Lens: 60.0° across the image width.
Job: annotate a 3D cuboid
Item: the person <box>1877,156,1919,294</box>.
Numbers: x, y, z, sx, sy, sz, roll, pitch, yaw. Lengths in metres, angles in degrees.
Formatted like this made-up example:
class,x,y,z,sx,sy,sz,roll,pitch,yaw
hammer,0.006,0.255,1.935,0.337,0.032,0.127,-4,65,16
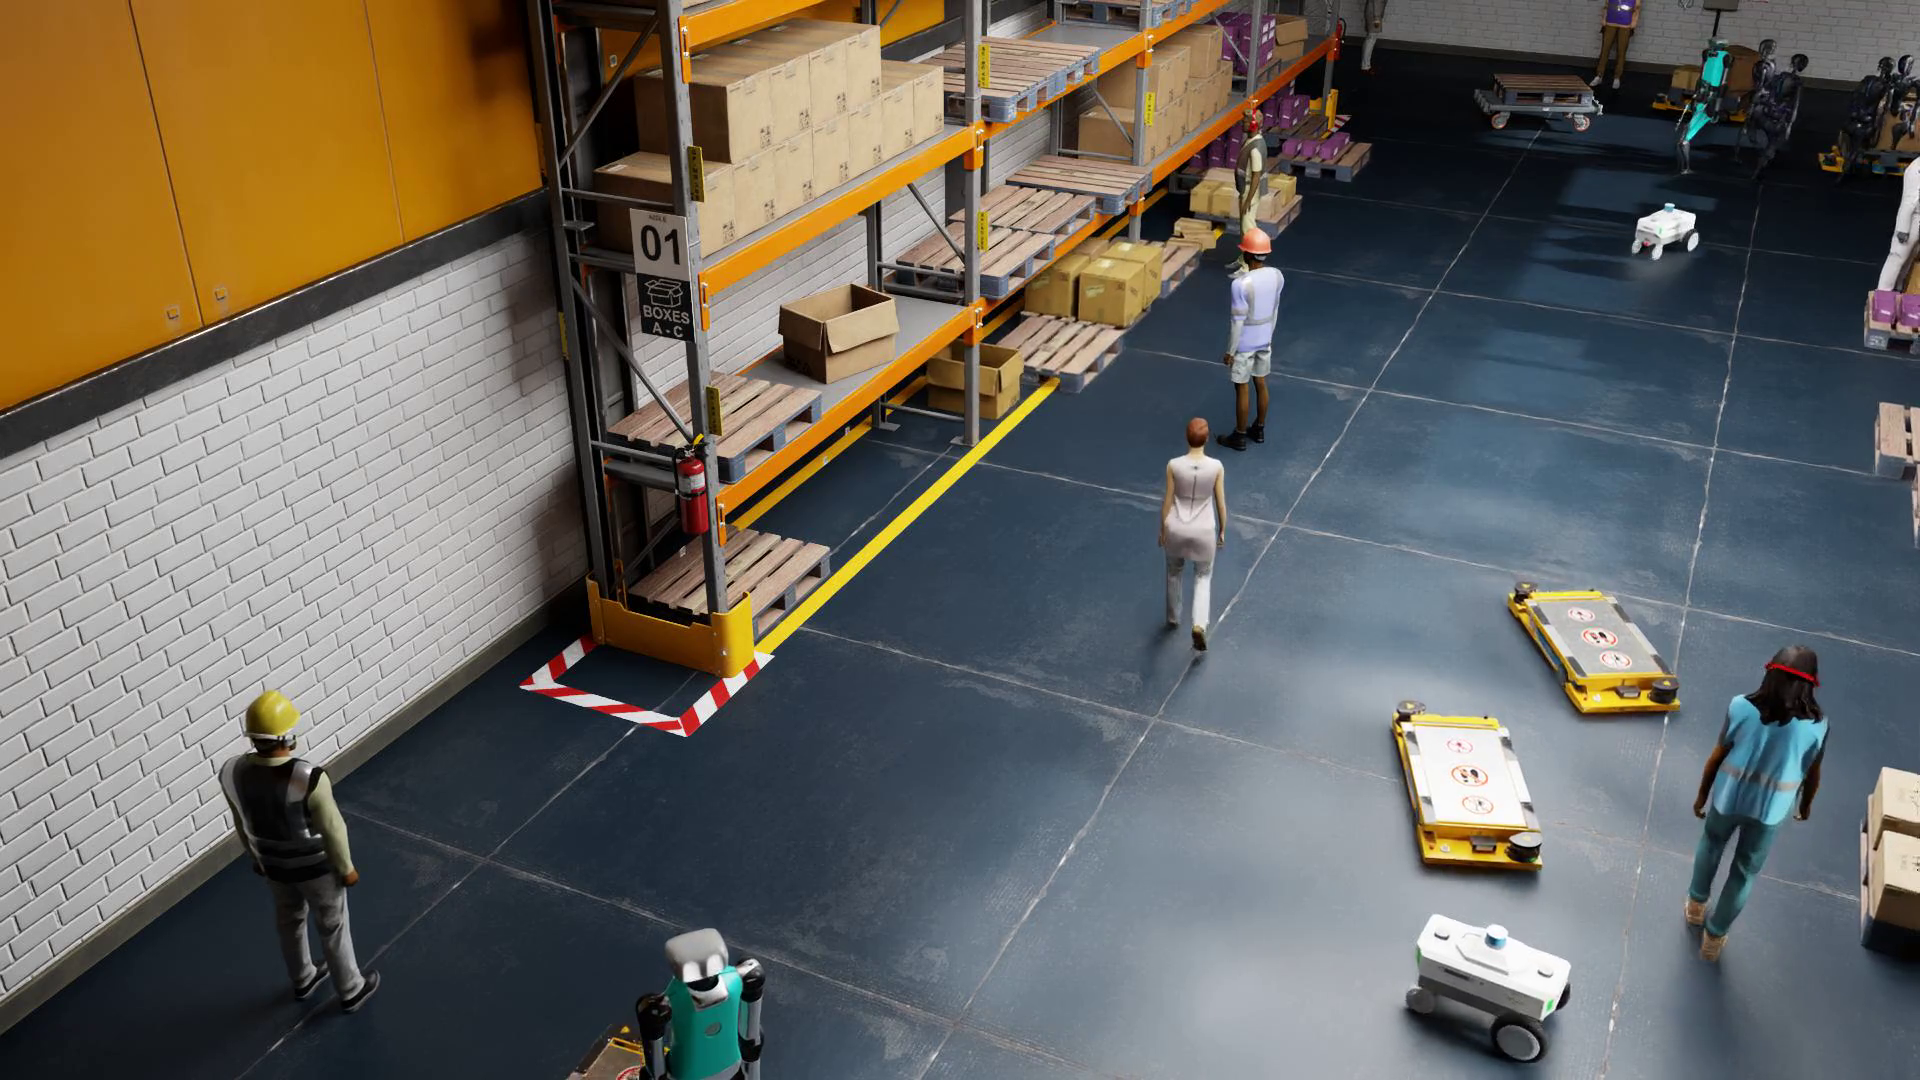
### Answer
class,x,y,z,sx,sy,sz,roll,pitch,yaw
person,9.812,-3.248,17.031,0.644,1.904,0.403,-22,35,-35

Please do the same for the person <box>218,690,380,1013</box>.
class,x,y,z,sx,sy,sz,roll,pitch,yaw
person,-3.261,1.552,8.220,0.594,1.824,0.403,7,29,13

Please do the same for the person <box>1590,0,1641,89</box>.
class,x,y,z,sx,sy,sz,roll,pitch,yaw
person,10.259,-8.031,25.872,0.532,1.929,0.421,17,33,29

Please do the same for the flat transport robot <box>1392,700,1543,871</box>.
class,x,y,z,sx,sy,sz,roll,pitch,yaw
flat transport robot,3.035,1.459,10.022,0.659,0.231,1.431,3,28,5

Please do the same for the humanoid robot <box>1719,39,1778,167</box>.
class,x,y,z,sx,sy,sz,roll,pitch,yaw
humanoid robot,10.541,-5.762,21.980,0.625,1.654,0.598,13,31,22

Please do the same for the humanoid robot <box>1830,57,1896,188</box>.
class,x,y,z,sx,sy,sz,roll,pitch,yaw
humanoid robot,11.502,-5.332,21.170,0.735,1.614,0.599,-11,30,-19

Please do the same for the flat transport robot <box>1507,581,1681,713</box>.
class,x,y,z,sx,sy,sz,roll,pitch,yaw
flat transport robot,4.323,0.718,11.397,0.659,0.231,1.431,-1,28,-3

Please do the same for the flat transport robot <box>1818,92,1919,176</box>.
class,x,y,z,sx,sy,sz,roll,pitch,yaw
flat transport robot,12.151,-4.977,21.956,1.431,0.231,0.659,10,30,18

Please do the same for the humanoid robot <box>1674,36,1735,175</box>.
class,x,y,z,sx,sy,sz,roll,pitch,yaw
humanoid robot,9.520,-5.566,21.550,0.678,1.839,0.547,-7,29,-12

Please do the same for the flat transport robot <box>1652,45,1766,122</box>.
class,x,y,z,sx,sy,sz,roll,pitch,yaw
flat transport robot,11.124,-6.451,24.690,1.431,0.231,0.659,22,35,35

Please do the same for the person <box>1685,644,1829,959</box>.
class,x,y,z,sx,sy,sz,roll,pitch,yaw
person,4.137,1.313,8.628,0.534,1.849,0.650,15,32,26

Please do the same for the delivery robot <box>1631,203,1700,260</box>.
class,x,y,z,sx,sy,sz,roll,pitch,yaw
delivery robot,8.062,-3.545,19.002,0.787,0.596,0.499,-19,34,-31

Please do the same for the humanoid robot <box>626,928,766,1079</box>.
class,x,y,z,sx,sy,sz,roll,pitch,yaw
humanoid robot,-1.148,2.274,6.998,0.550,1.816,0.734,-17,33,-28

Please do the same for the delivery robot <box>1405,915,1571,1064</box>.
class,x,y,z,sx,sy,sz,roll,pitch,yaw
delivery robot,2.676,2.209,8.348,0.804,0.611,0.499,16,32,27

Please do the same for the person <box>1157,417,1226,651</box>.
class,x,y,z,sx,sy,sz,roll,pitch,yaw
person,1.577,-0.021,11.323,0.461,1.631,0.653,3,29,6

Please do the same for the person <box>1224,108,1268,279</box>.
class,x,y,z,sx,sy,sz,roll,pitch,yaw
person,3.136,-3.753,18.026,0.391,1.846,0.563,2,28,3

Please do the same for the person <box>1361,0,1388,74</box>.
class,x,y,z,sx,sy,sz,roll,pitch,yaw
person,6.686,-8.441,26.752,0.365,1.824,0.514,3,29,6

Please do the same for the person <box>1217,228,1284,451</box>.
class,x,y,z,sx,sy,sz,roll,pitch,yaw
person,2.448,-1.695,14.114,0.543,1.938,0.373,-19,34,-31

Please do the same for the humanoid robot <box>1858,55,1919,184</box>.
class,x,y,z,sx,sy,sz,roll,pitch,yaw
humanoid robot,11.899,-5.358,21.206,0.326,1.654,0.604,-22,35,-35

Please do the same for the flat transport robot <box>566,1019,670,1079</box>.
class,x,y,z,sx,sy,sz,roll,pitch,yaw
flat transport robot,-1.642,2.798,7.541,0.659,0.231,1.431,10,30,19

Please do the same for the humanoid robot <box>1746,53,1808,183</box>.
class,x,y,z,sx,sy,sz,roll,pitch,yaw
humanoid robot,10.437,-5.385,21.238,0.492,1.632,0.614,-4,29,-8
